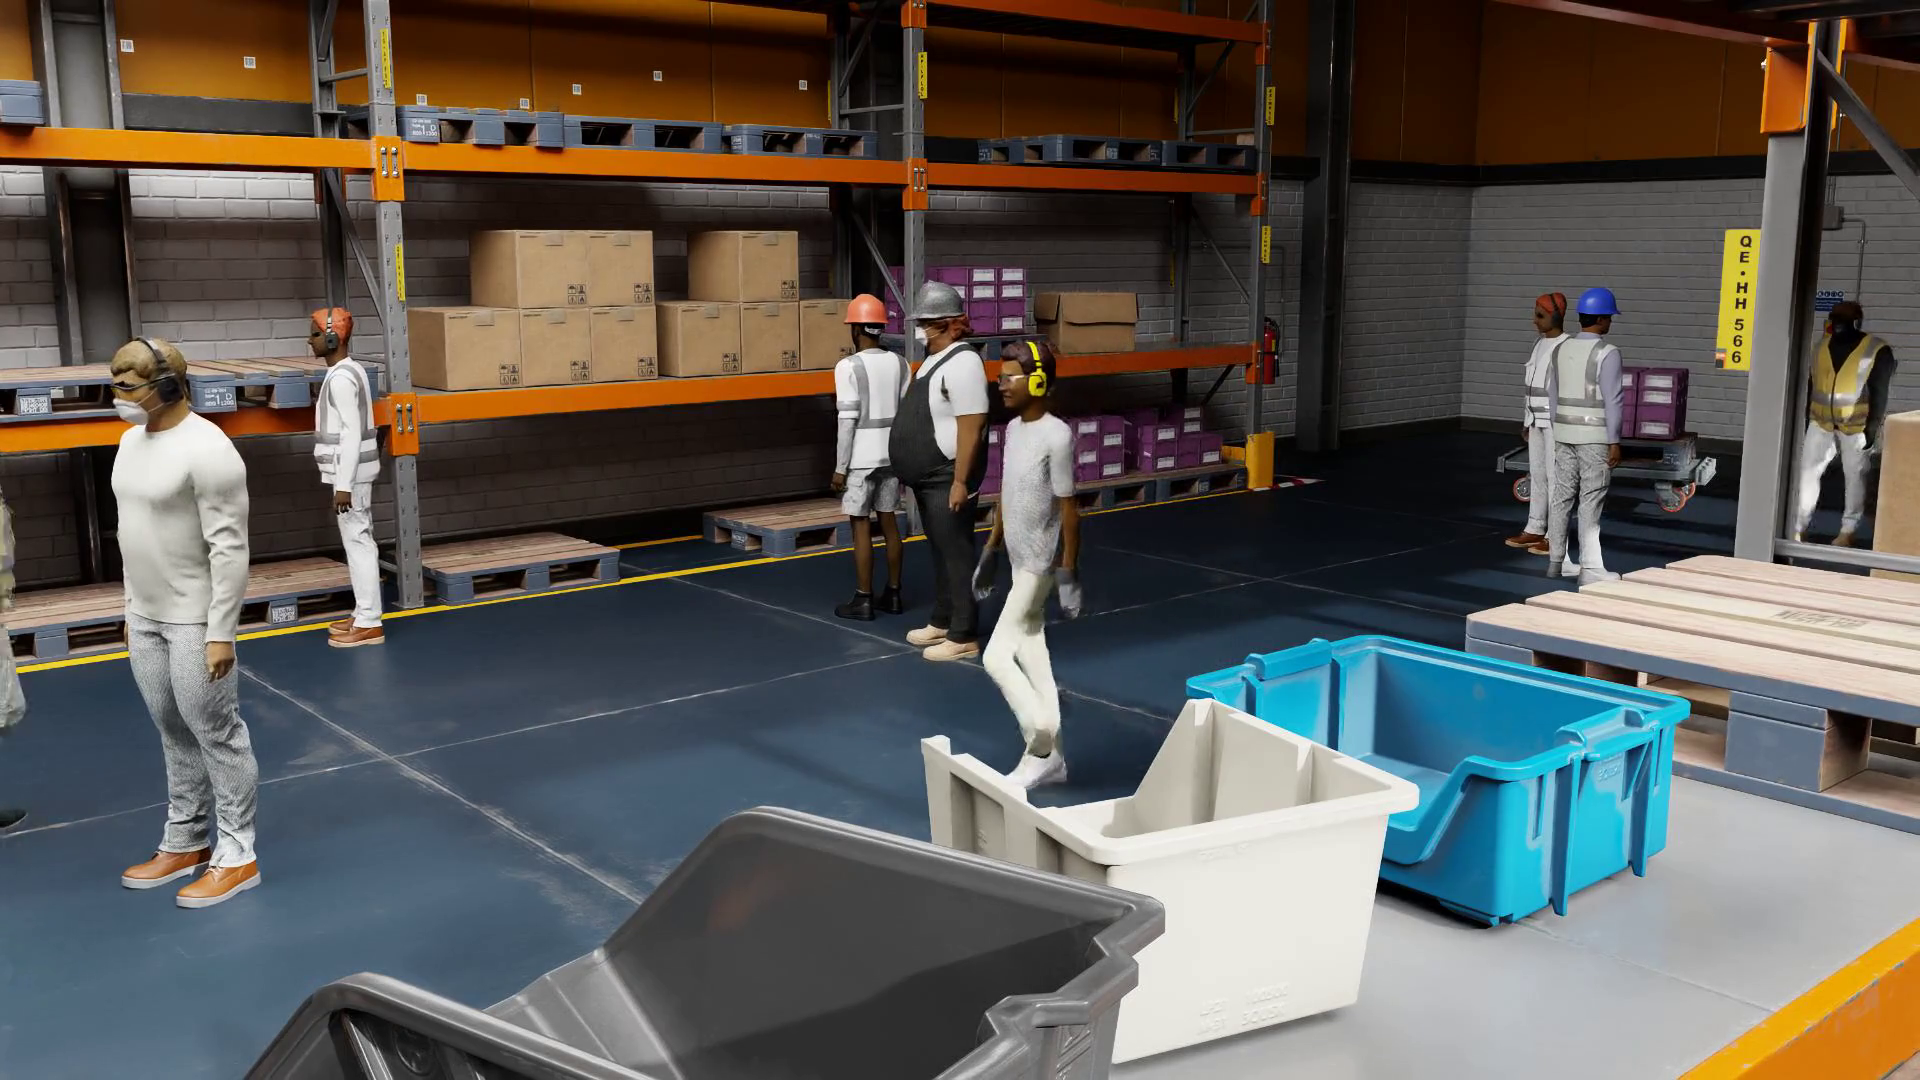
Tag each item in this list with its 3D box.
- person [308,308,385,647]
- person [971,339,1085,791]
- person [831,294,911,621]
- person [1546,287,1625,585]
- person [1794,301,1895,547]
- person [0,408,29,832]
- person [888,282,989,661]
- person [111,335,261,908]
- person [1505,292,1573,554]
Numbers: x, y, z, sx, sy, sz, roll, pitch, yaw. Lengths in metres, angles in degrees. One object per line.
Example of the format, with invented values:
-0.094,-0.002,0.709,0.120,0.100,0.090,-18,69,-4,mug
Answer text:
-3.415,-0.346,9.271,0.352,1.881,0.576,-3,11,-16,person
0.242,0.114,6.769,0.488,1.853,0.527,-3,10,-14,person
-0.546,-0.489,9.904,0.349,1.940,0.551,10,14,44,person
4.126,-0.680,10.960,0.384,1.949,0.604,-4,11,-23,person
6.387,-0.819,12.115,0.768,1.812,0.642,-9,13,-40,person
-3.698,0.265,6.051,0.620,1.809,0.546,5,11,26,person
-0.120,-0.375,8.990,0.535,2.000,0.688,-2,10,-13,person
-2.648,0.275,5.654,0.627,1.934,0.372,7,12,34,person
4.251,-0.841,12.031,0.354,1.887,0.573,-2,10,-10,person
